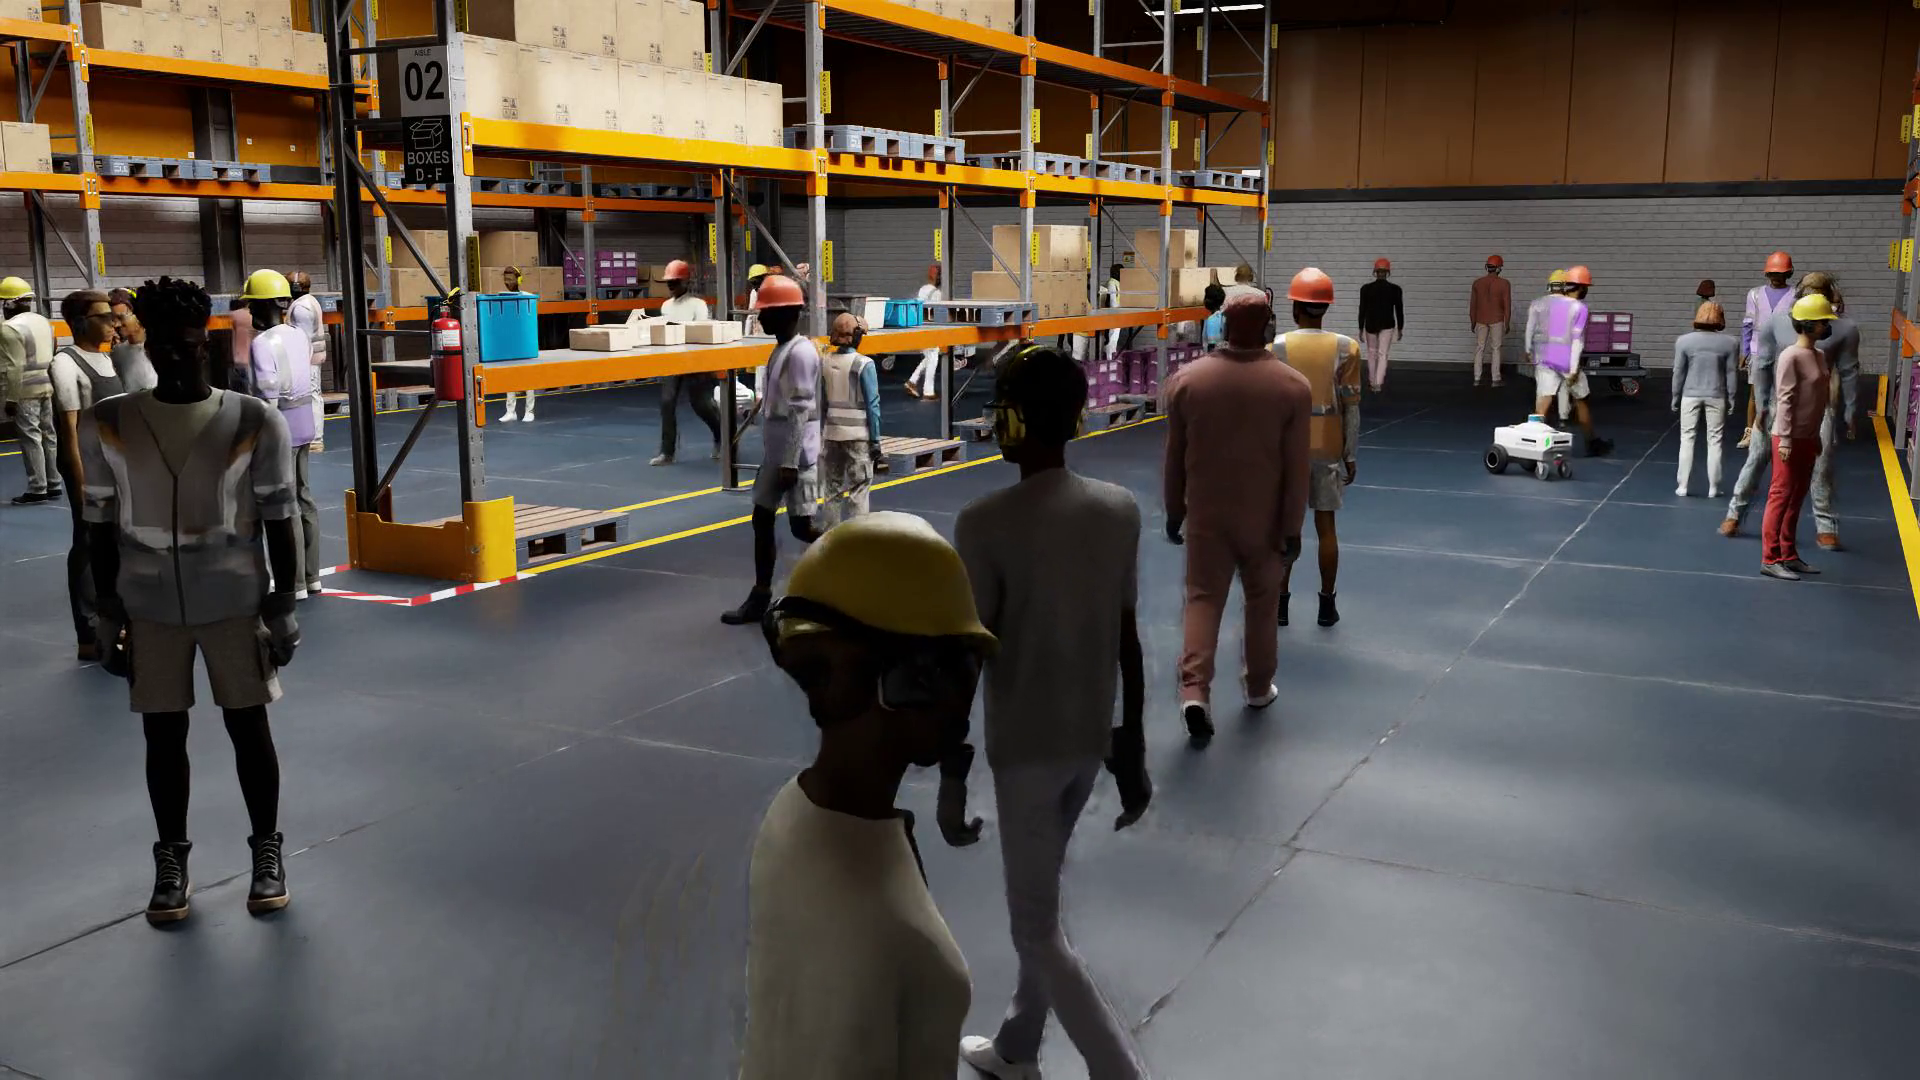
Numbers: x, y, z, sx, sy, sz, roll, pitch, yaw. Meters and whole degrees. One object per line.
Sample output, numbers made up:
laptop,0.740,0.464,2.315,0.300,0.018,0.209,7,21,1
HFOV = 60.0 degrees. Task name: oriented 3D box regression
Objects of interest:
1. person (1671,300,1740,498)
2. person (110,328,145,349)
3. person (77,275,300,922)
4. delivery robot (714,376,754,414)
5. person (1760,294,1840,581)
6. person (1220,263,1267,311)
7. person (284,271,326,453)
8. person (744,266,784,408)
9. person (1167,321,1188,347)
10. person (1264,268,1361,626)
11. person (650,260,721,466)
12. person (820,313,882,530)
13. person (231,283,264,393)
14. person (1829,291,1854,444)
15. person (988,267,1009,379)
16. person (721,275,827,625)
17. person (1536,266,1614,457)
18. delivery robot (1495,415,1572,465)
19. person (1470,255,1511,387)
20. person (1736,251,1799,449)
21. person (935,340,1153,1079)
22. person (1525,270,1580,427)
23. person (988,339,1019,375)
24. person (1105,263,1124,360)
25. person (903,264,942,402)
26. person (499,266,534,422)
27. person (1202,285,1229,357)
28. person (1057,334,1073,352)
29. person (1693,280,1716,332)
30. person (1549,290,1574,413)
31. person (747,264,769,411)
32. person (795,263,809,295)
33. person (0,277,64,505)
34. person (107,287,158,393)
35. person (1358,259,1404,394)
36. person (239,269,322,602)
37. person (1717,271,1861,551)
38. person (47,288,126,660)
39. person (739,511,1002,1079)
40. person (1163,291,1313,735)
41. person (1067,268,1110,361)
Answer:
person,6.176,-1.166,13.805,0.507,1.631,0.266,5,11,25
person,-5.189,-0.590,10.463,0.315,1.636,0.515,-7,12,-37
person,-2.317,0.186,5.054,0.598,1.958,0.371,-2,10,-12
delivery robot,-2.694,-1.711,19.806,0.477,0.478,0.707,-4,10,-21
person,5.243,-0.639,10.364,0.533,1.769,0.309,-9,13,-41
person,3.486,-2.475,20.622,0.638,1.898,1.010,5,11,26
person,-6.669,-1.804,16.892,0.430,1.845,0.619,-2,10,-13
person,-2.473,-2.613,21.544,0.661,1.850,0.645,-2,10,-10
person,3.296,-3.221,25.222,0.518,1.799,0.587,-3,10,-19
person,1.879,-0.494,9.021,0.551,1.940,0.345,1,10,6
person,-2.603,-1.709,16.006,0.621,1.961,0.936,7,12,35
person,-0.715,-0.644,10.770,0.511,1.639,0.308,8,12,38
person,-7.333,-1.814,17.204,0.542,1.748,0.421,6,11,30
person,9.190,-1.829,17.667,0.500,1.628,0.277,3,10,18
person,0.667,-3.562,26.784,0.350,1.941,0.545,-2,10,-14
person,-0.878,-0.486,9.083,0.827,1.911,0.547,-5,11,-28
person,6.053,-1.735,16.384,0.984,1.883,0.550,-4,11,-24
delivery robot,5.193,-0.893,15.073,0.477,0.478,0.707,-5,11,-25
person,8.072,-3.331,25.290,0.623,1.992,0.396,8,12,38
person,8.309,-1.923,17.024,0.605,2.035,0.389,8,12,37
person,0.232,0.484,3.690,0.526,1.844,0.860,-7,12,-35
person,6.876,-2.211,19.297,0.611,1.825,0.426,3,10,19
person,0.872,-3.498,26.488,0.779,1.916,0.644,2,10,11
person,2.627,-3.712,27.939,0.429,1.845,0.621,2,10,12
person,-0.439,-2.798,22.568,0.482,1.866,0.623,-6,11,-29
person,-5.312,-2.339,19.926,0.535,1.864,0.309,2,10,11
person,2.732,-1.861,17.687,0.326,1.690,0.537,5,11,25
person,1.888,-3.956,29.074,0.545,1.939,0.354,3,10,17
person,10.774,-2.946,24.104,0.274,1.633,0.507,8,13,40
person,7.604,-2.455,21.078,0.535,1.697,0.322,2,10,10
person,-2.411,-2.615,21.472,0.707,1.890,0.620,-5,11,-27
person,-1.693,-2.115,18.511,0.401,1.907,0.646,-5,11,-28
person,-7.515,-1.195,13.394,0.404,1.829,0.600,0,10,0
person,-4.567,-0.547,9.639,0.579,1.836,0.743,3,10,15
person,6.074,-3.079,24.011,0.628,1.948,1.046,3,10,16
person,-3.945,-0.596,9.650,0.363,1.928,0.587,0,10,1
person,5.777,-0.899,11.528,0.818,1.899,0.557,5,11,27
person,-4.311,-0.326,8.326,0.344,1.847,0.505,-1,10,-4
person,-0.129,0.841,1.905,0.554,1.729,0.556,-2,10,-13
person,1.163,-0.123,7.087,0.653,1.868,0.944,4,10,21
person,1.773,-2.846,22.955,0.626,1.837,0.428,-1,10,-5
